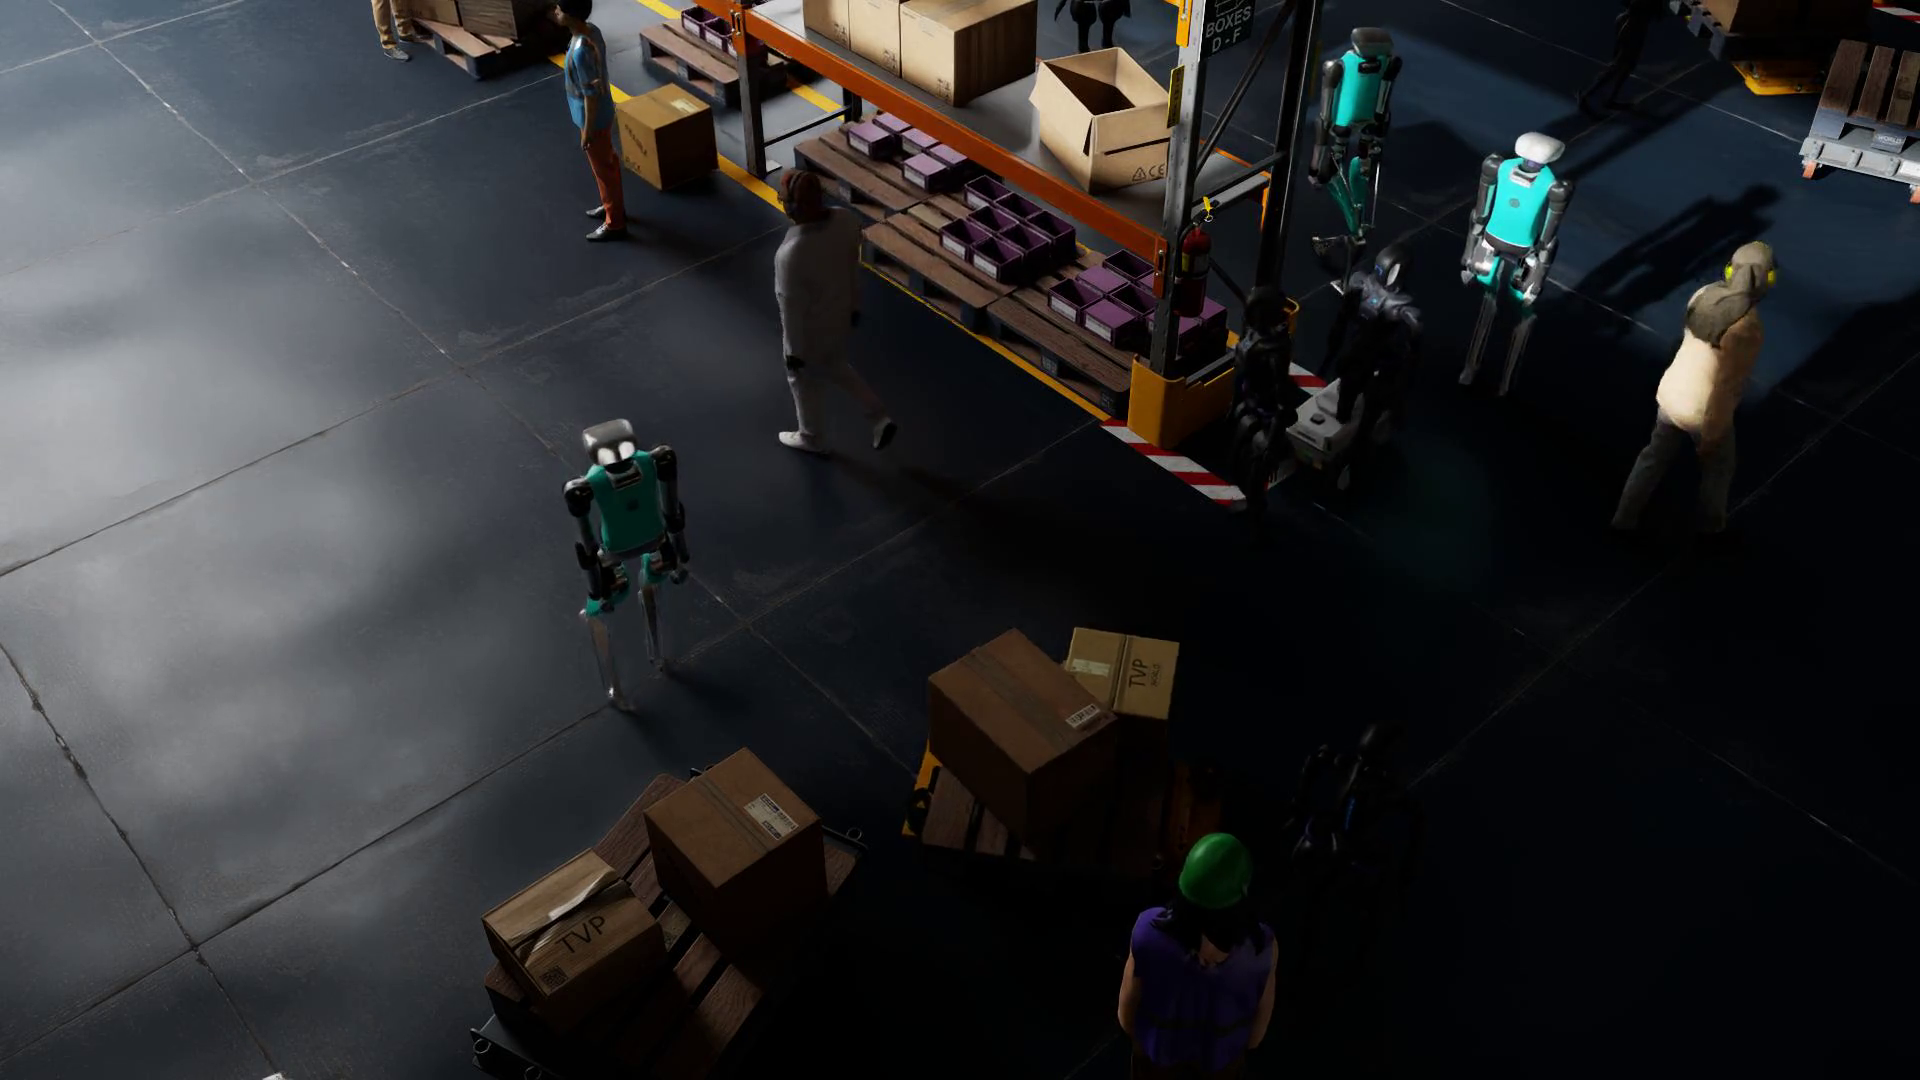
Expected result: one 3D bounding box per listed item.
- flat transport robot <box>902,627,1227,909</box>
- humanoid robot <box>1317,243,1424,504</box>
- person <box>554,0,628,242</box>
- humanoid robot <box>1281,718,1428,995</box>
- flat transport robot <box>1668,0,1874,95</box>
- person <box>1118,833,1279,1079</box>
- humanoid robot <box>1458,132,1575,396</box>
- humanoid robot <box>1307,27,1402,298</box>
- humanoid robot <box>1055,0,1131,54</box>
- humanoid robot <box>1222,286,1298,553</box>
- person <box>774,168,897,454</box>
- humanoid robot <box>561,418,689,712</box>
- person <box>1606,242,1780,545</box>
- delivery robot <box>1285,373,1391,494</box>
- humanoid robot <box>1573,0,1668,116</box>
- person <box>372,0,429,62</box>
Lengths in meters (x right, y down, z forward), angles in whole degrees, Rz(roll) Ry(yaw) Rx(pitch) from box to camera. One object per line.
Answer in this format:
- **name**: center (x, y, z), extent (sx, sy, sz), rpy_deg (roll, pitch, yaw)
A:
- **flat transport robot**: center (0.497, 1.223, 7.765), extent (1.431, 0.231, 0.659), rpy_deg (8, 43, 9)
- **humanoid robot**: center (2.241, -0.928, 9.070), extent (0.375, 1.647, 0.602), rpy_deg (-27, 49, -27)
- **person**: center (-2.457, -2.832, 11.066), extent (0.326, 1.770, 0.488), rpy_deg (-5, 43, -6)
- **humanoid robot**: center (1.577, 1.235, 6.712), extent (0.600, 1.651, 0.440), rpy_deg (27, 49, 27)
- **flat transport robot**: center (6.481, -4.028, 13.476), extent (0.659, 0.231, 1.431), rpy_deg (-4, 43, -4)
- **person**: center (0.833, 1.738, 5.978), extent (0.536, 1.928, 0.419), rpy_deg (6, 43, 7)
- **humanoid robot**: center (3.274, -1.641, 9.788), extent (0.530, 1.786, 0.666), rpy_deg (30, 50, 29)
- **humanoid robot**: center (2.537, -2.318, 10.541), extent (0.548, 1.748, 0.985), rpy_deg (-14, 44, -15)
- **humanoid robot**: center (1.035, -4.062, 12.478), extent (0.590, 1.647, 0.444), rpy_deg (-11, 44, -12)
- **humanoid robot**: center (1.594, -0.629, 8.747), extent (0.383, 1.642, 0.603), rpy_deg (-12, 44, -13)
- **person**: center (-0.745, -1.192, 9.199), extent (0.657, 1.885, 0.637), rpy_deg (22, 47, 22)
- **humanoid robot**: center (-1.626, 0.060, 7.978), extent (0.537, 1.812, 0.718), rpy_deg (-23, 47, -23)
- **person**: center (3.994, -0.731, 8.731), extent (0.862, 1.839, 0.564), rpy_deg (-8, 43, -9)
- **delivery robot**: center (2.182, -0.671, 9.619), extent (0.775, 0.601, 0.499), rpy_deg (-34, 52, -31)
- **humanoid robot**: center (5.031, -3.965, 12.373), extent (0.475, 1.645, 0.620), rpy_deg (30, 51, 29)
- **person**: center (-4.526, -4.671, 13.079), extent (0.336, 1.747, 0.571), rpy_deg (14, 44, 14)
